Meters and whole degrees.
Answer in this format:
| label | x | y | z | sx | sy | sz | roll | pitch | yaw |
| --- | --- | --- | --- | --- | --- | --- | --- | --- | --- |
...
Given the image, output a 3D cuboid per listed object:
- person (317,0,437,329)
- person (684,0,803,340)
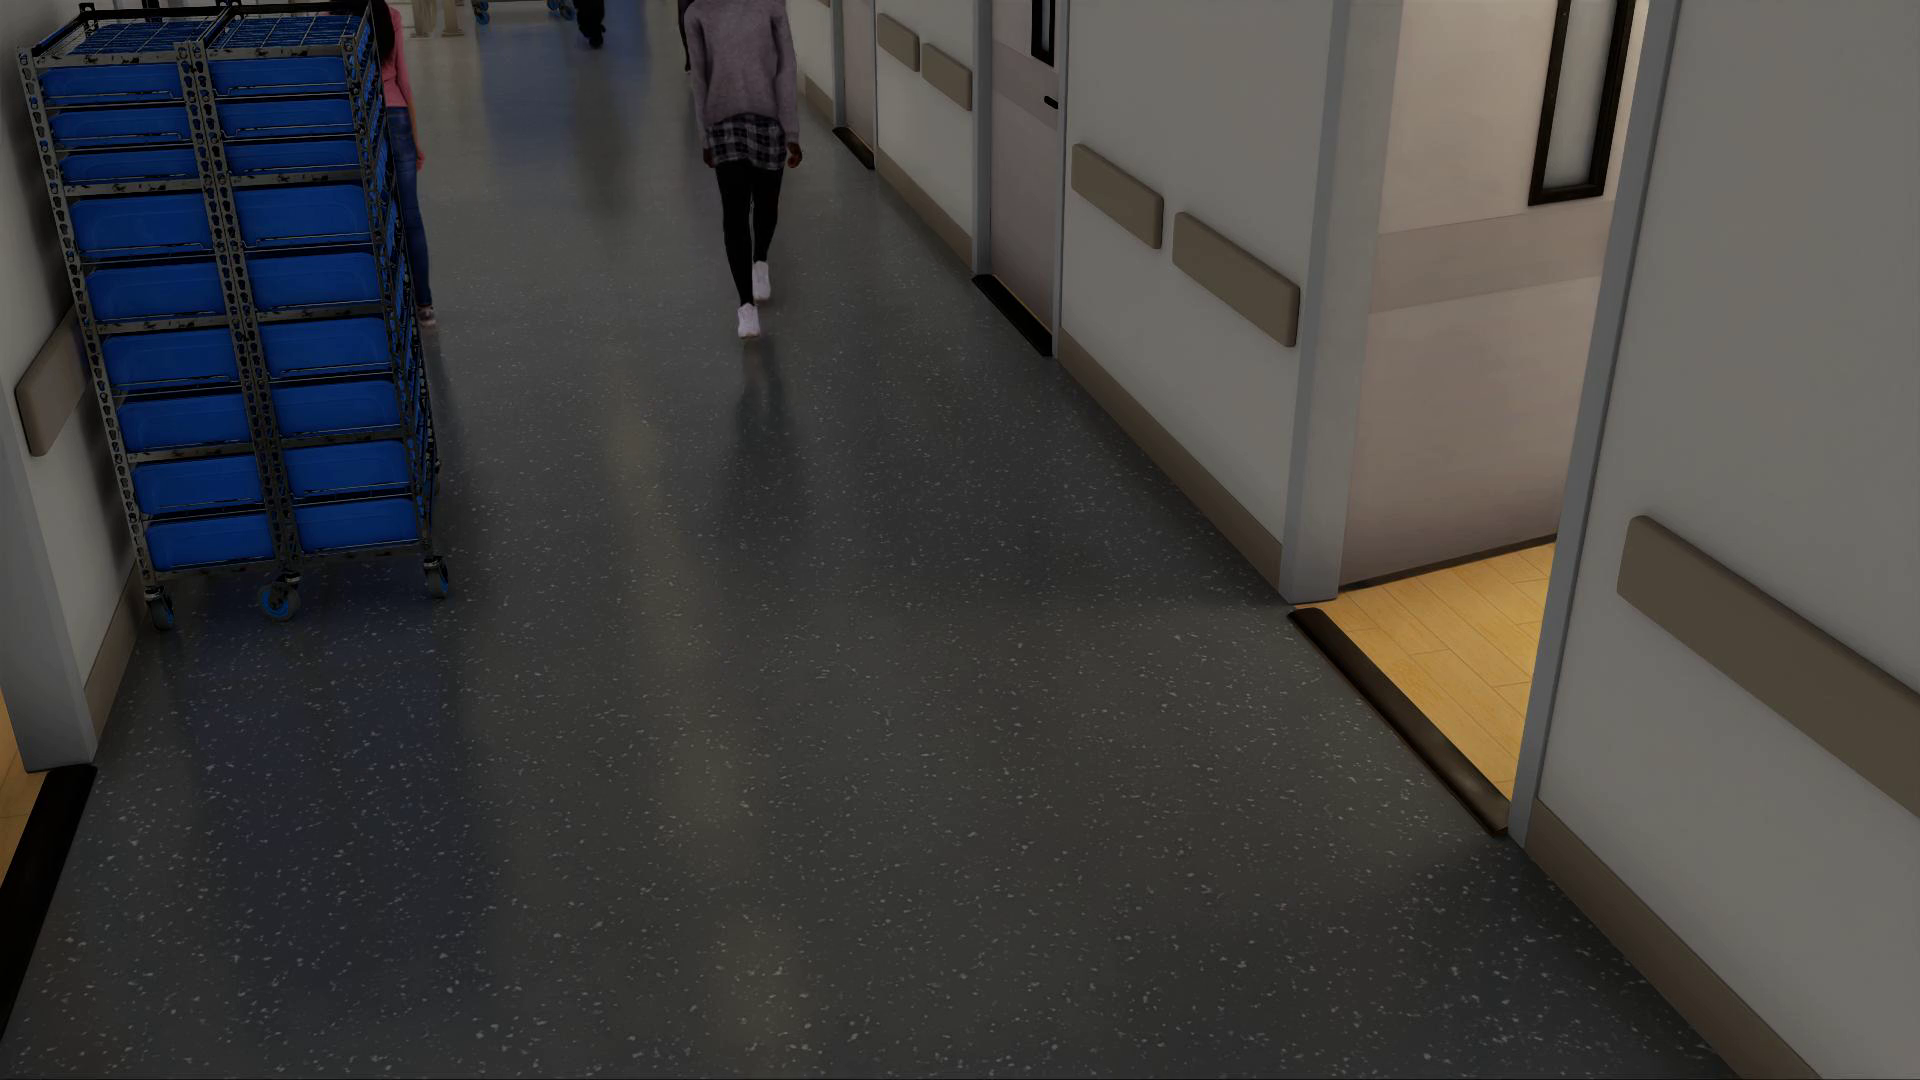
| label | x | y | z | sx | sy | sz | roll | pitch | yaw |
| --- | --- | --- | --- | --- | --- | --- | --- | --- | --- |
| person | -2.587 | -1.795 | 7.384 | 0.634 | 1.745 | 0.613 | -16 | 30 | -29 |
| person | -0.952 | -1.856 | 7.512 | 0.691 | 1.743 | 1.158 | -4 | 26 | -8 |
